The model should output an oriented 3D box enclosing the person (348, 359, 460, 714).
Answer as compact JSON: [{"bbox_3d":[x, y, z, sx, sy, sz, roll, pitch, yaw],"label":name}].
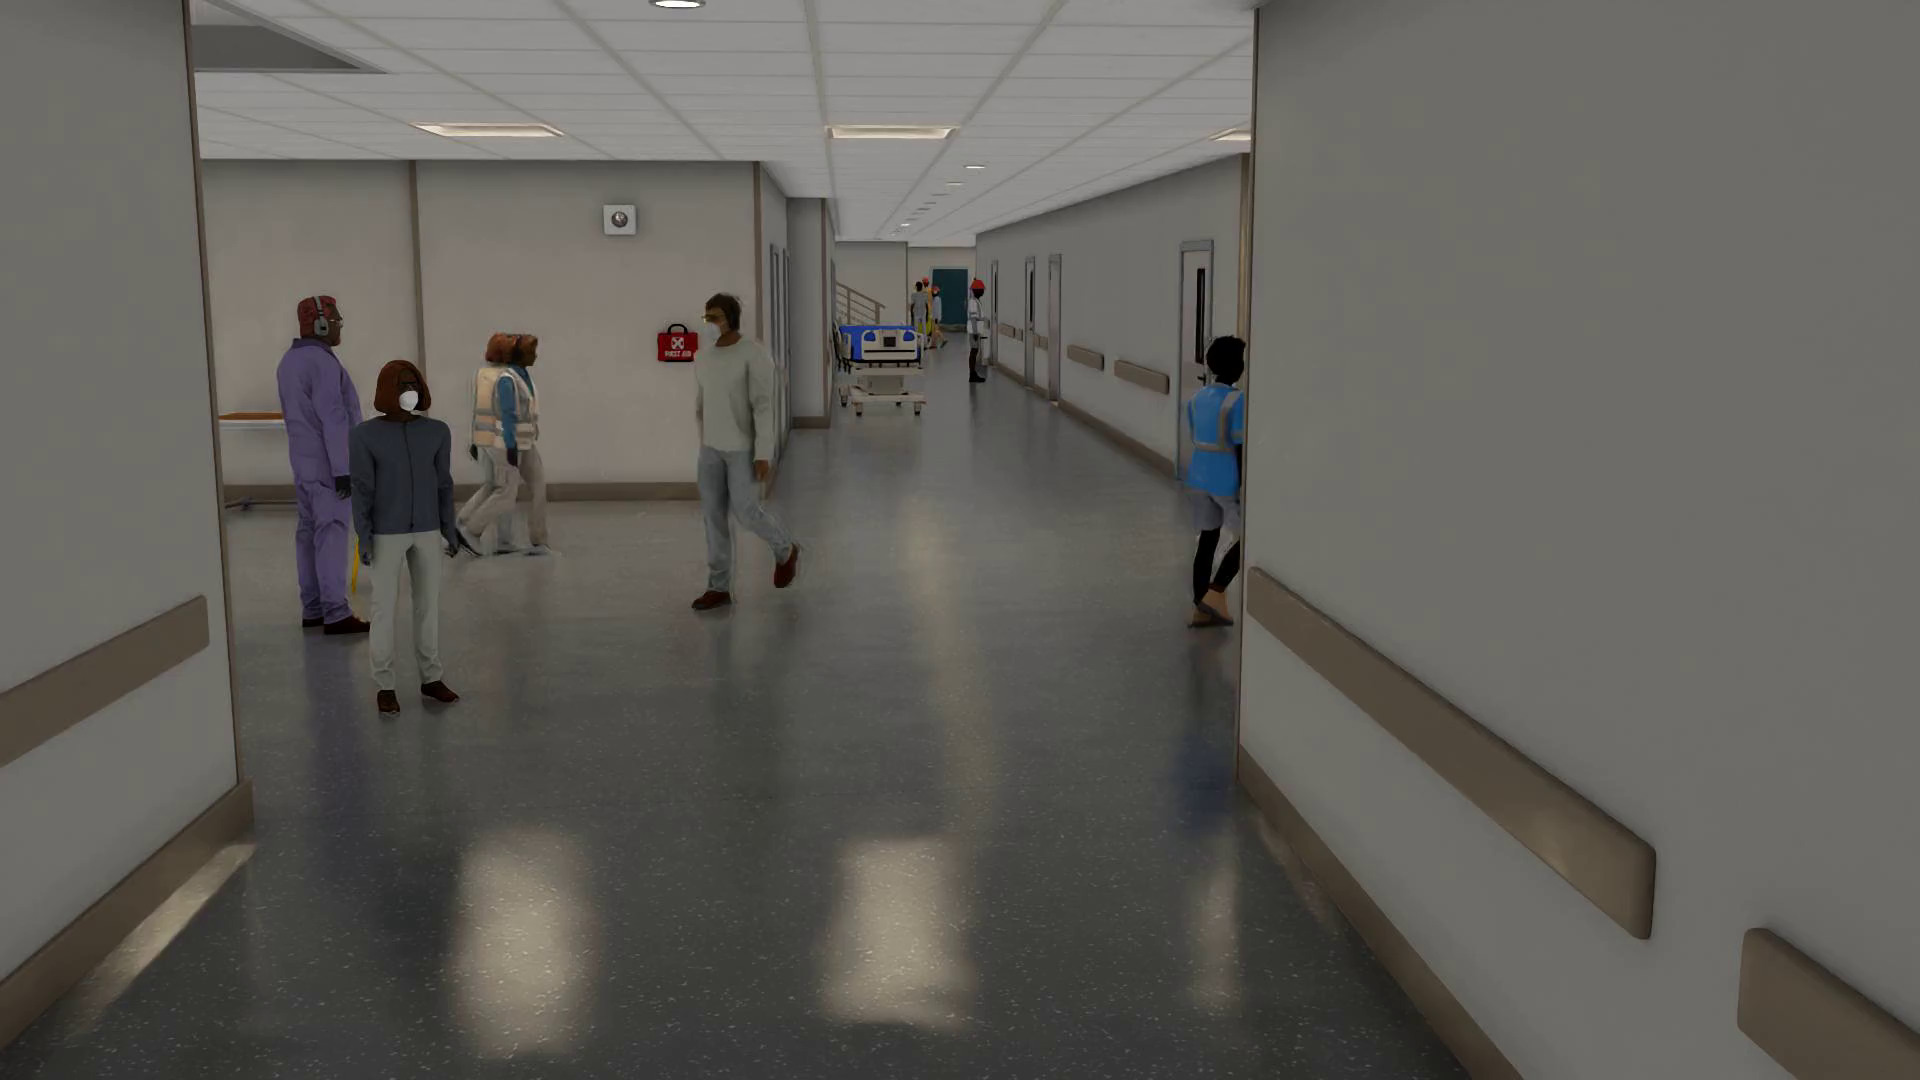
[{"bbox_3d":[-2.580,-0.022,7.761,0.500,1.636,0.280,-9,12,-43],"label":"person"}]

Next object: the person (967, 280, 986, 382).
[{"bbox_3d":[0.323,-3.967,31.586,0.370,1.939,0.543,1,9,7],"label":"person"}]

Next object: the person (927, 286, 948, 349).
[{"bbox_3d":[-0.638,-6.093,45.563,0.517,1.728,0.586,0,9,0],"label":"person"}]

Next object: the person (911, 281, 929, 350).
[{"bbox_3d":[-1.078,-6.014,44.685,0.509,1.862,0.331,-3,9,-17],"label":"person"}]

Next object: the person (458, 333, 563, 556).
[{"bbox_3d":[-3.245,-0.661,11.857,0.672,1.621,0.527,1,9,8],"label":"person"}]

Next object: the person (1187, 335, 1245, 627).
[{"bbox_3d":[1.496,-0.322,9.480,0.366,1.681,0.550,-5,10,-29],"label":"person"}]

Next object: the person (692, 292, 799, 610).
[{"bbox_3d":[-1.339,-0.551,10.194,0.629,1.924,0.710,6,11,35],"label":"person"}]

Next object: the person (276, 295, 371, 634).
[{"bbox_3d":[-3.585,-0.424,9.441,0.405,1.910,0.636,-8,12,-41],"label":"person"}]

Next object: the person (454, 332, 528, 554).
[{"bbox_3d":[-3.397,-0.687,12.017,0.518,1.620,0.509,8,12,42],"label":"person"}]

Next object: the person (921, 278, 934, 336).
[{"bbox_3d":[-1.117,-7.683,54.928,0.366,1.932,0.551,9,13,44],"label":"person"}]
